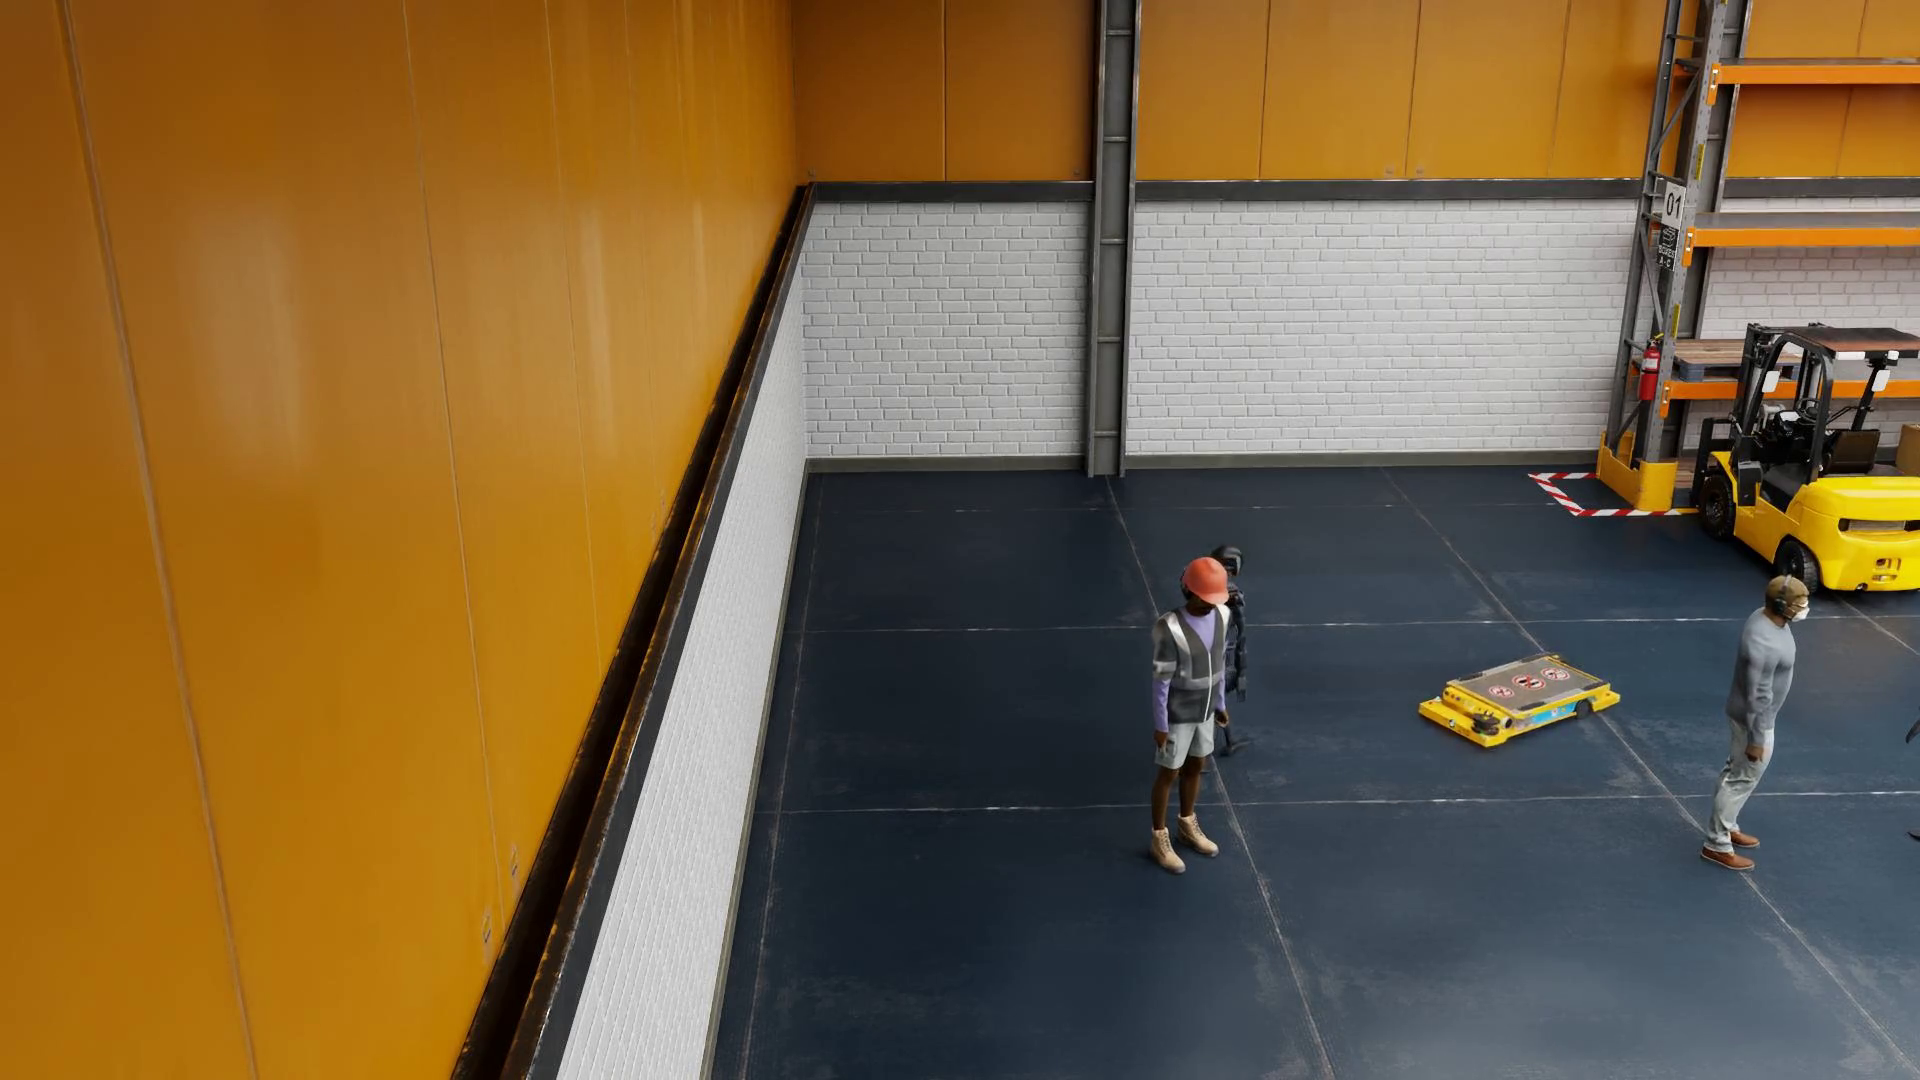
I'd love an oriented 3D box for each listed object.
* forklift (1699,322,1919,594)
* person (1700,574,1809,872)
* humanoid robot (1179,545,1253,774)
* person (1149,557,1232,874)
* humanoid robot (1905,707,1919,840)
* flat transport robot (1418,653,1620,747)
[{"bbox_3d":[7.809,-0.792,14.926,1.214,2.155,2.313,-1,20,-2],"label":"forklift"},{"bbox_3d":[4.869,1.101,10.183,0.352,1.929,0.626,10,22,24],"label":"person"},{"bbox_3d":[1.811,0.804,11.361,0.683,1.634,0.599,-8,22,-20],"label":"humanoid robot"},{"bbox_3d":[1.433,1.048,10.173,0.607,2.031,0.406,-15,25,-35],"label":"person"},{"bbox_3d":[6.286,1.142,10.402,0.599,1.657,0.315,2,20,4],"label":"humanoid robot"},{"bbox_3d":[4.168,1.177,12.362,1.431,0.231,0.659,-12,23,-29],"label":"flat transport robot"}]
